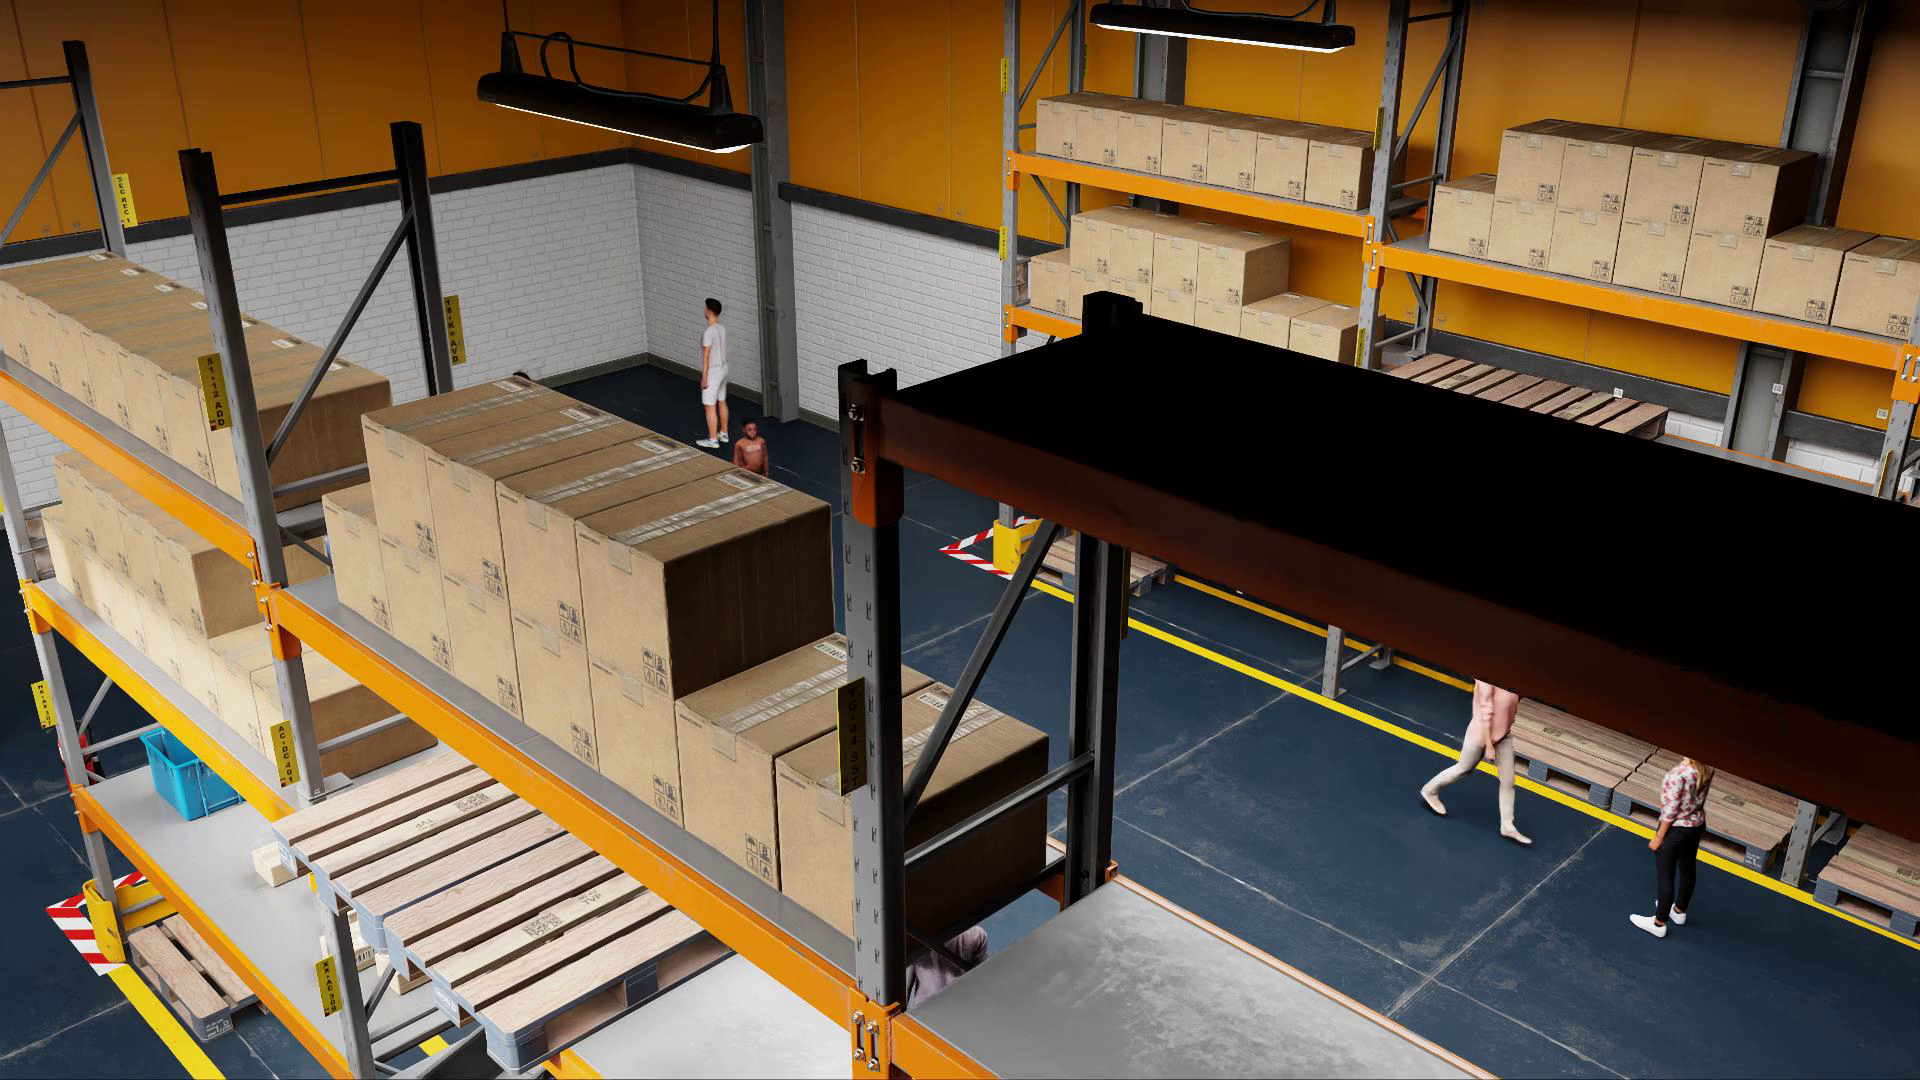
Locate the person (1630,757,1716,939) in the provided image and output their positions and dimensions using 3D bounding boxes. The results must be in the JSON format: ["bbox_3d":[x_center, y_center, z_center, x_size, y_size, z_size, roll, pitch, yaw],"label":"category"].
[{"bbox_3d":[4.981,1.985,11.471,0.619,1.633,0.589,-14,27,-29],"label":"person"}]

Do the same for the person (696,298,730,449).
[{"bbox_3d":[-2.980,-2.060,20.452,0.792,1.852,0.804,8,25,17],"label":"person"}]

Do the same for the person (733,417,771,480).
[{"bbox_3d":[-2.312,-0.765,18.260,0.661,1.236,0.845,-13,27,-27],"label":"person"}]

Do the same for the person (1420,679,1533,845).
[{"bbox_3d":[3.927,1.454,12.623,0.618,1.683,1.136,-21,31,-39],"label":"person"}]
